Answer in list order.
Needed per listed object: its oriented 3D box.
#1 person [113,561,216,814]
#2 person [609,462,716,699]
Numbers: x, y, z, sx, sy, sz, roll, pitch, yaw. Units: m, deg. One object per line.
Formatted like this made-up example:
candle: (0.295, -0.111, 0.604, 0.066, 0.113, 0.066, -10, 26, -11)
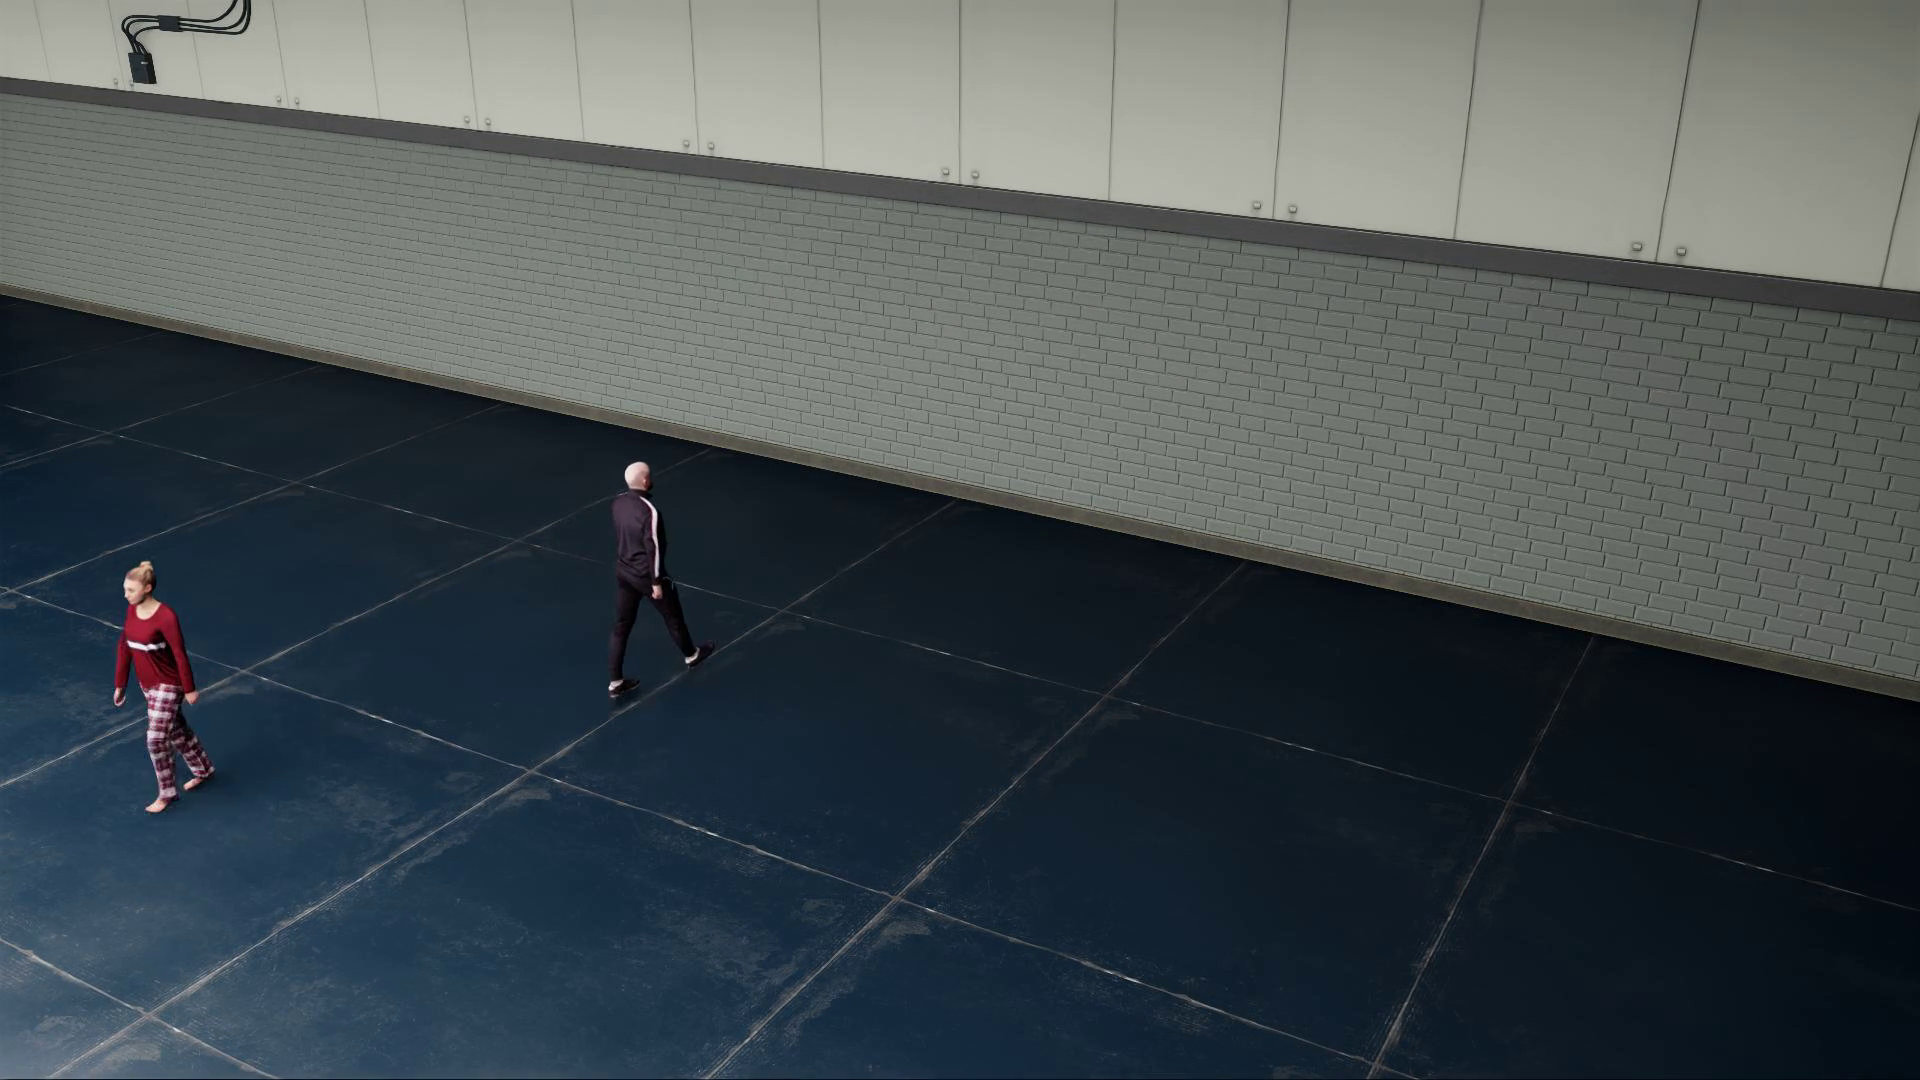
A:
person: (-5.242, 0.921, 11.046, 0.621, 1.679, 0.796, 14, 27, 29)
person: (-2.423, 0.343, 12.281, 0.817, 1.775, 1.224, 17, 28, 34)
